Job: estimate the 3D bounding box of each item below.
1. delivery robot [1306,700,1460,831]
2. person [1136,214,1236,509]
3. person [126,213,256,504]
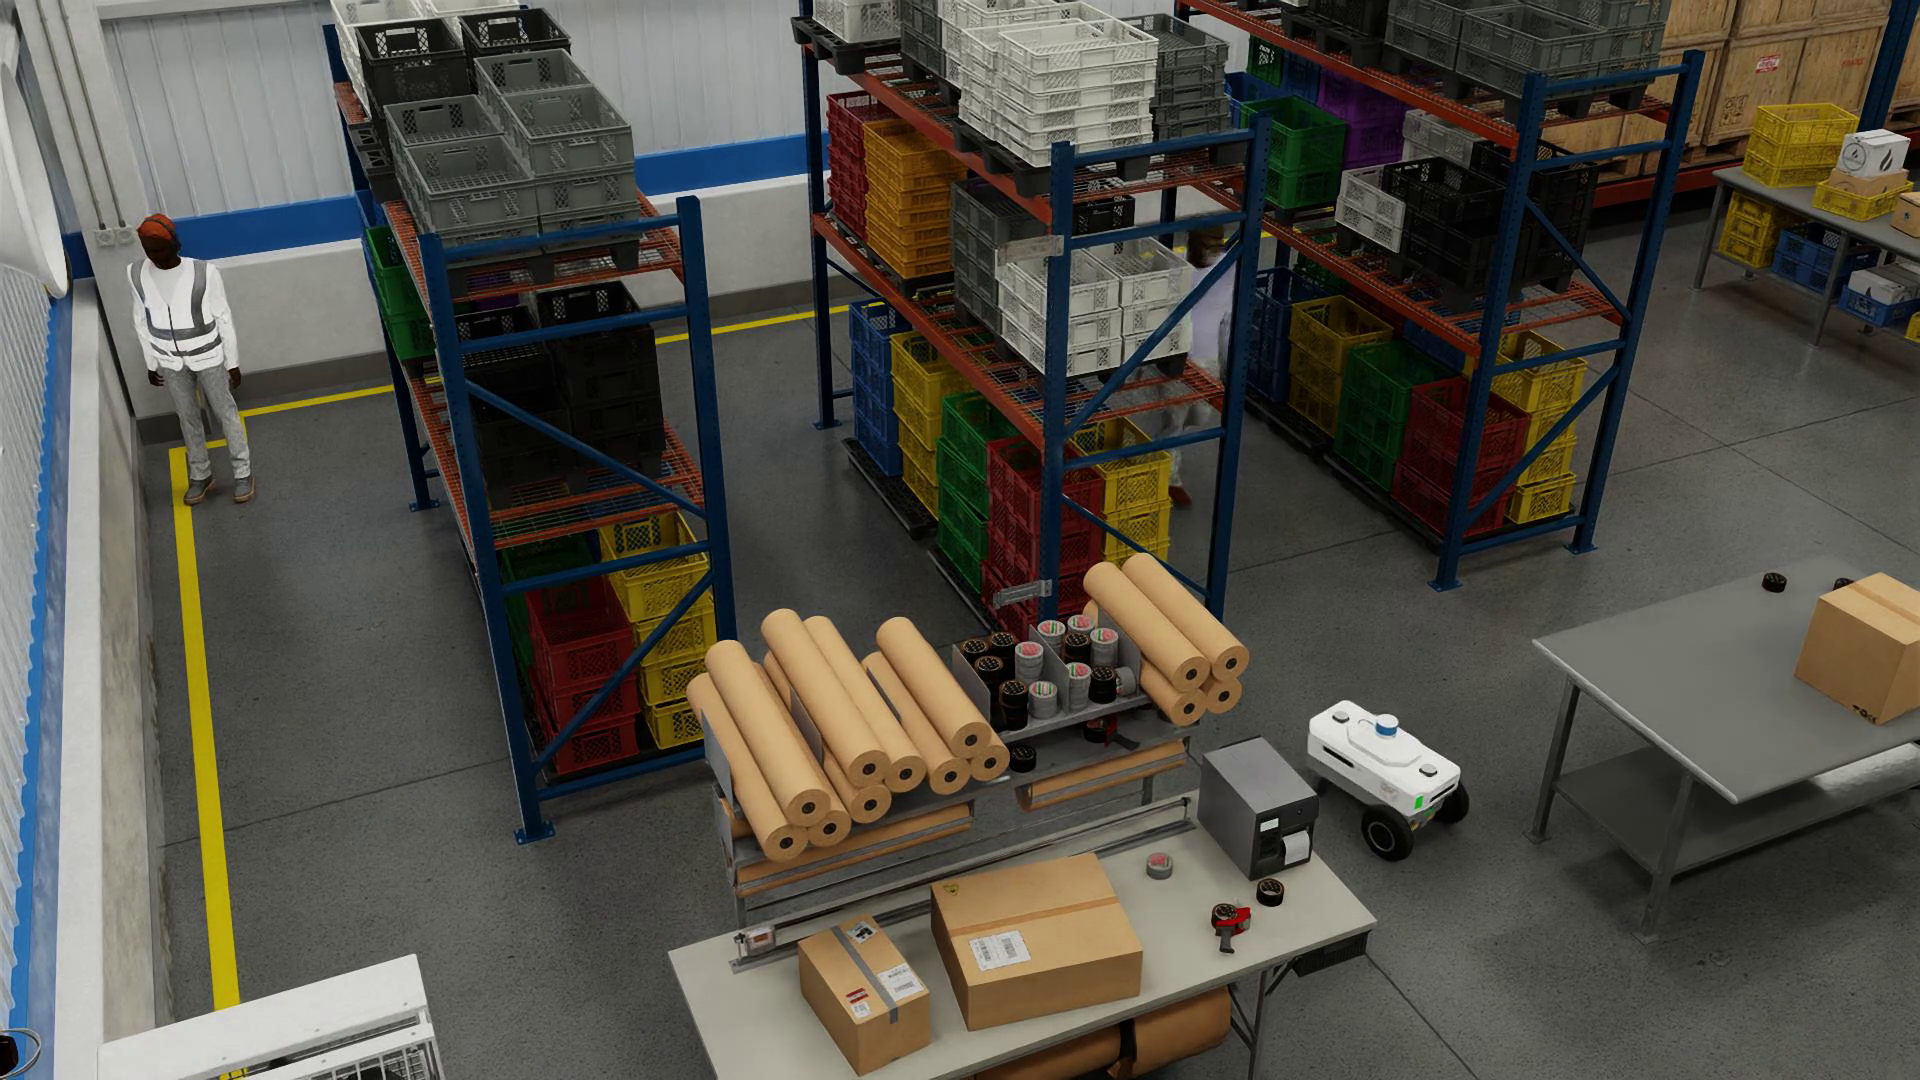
[{"bbox_3d":[1.995,1.046,7.891,0.477,0.478,0.707,-23,38,-33],"label":"delivery robot"},{"bbox_3d":[1.394,-1.179,10.309,0.672,1.911,0.668,-7,32,-12],"label":"person"},{"bbox_3d":[-4.714,-1.102,10.204,0.573,1.887,0.355,-2,32,-3],"label":"person"}]
